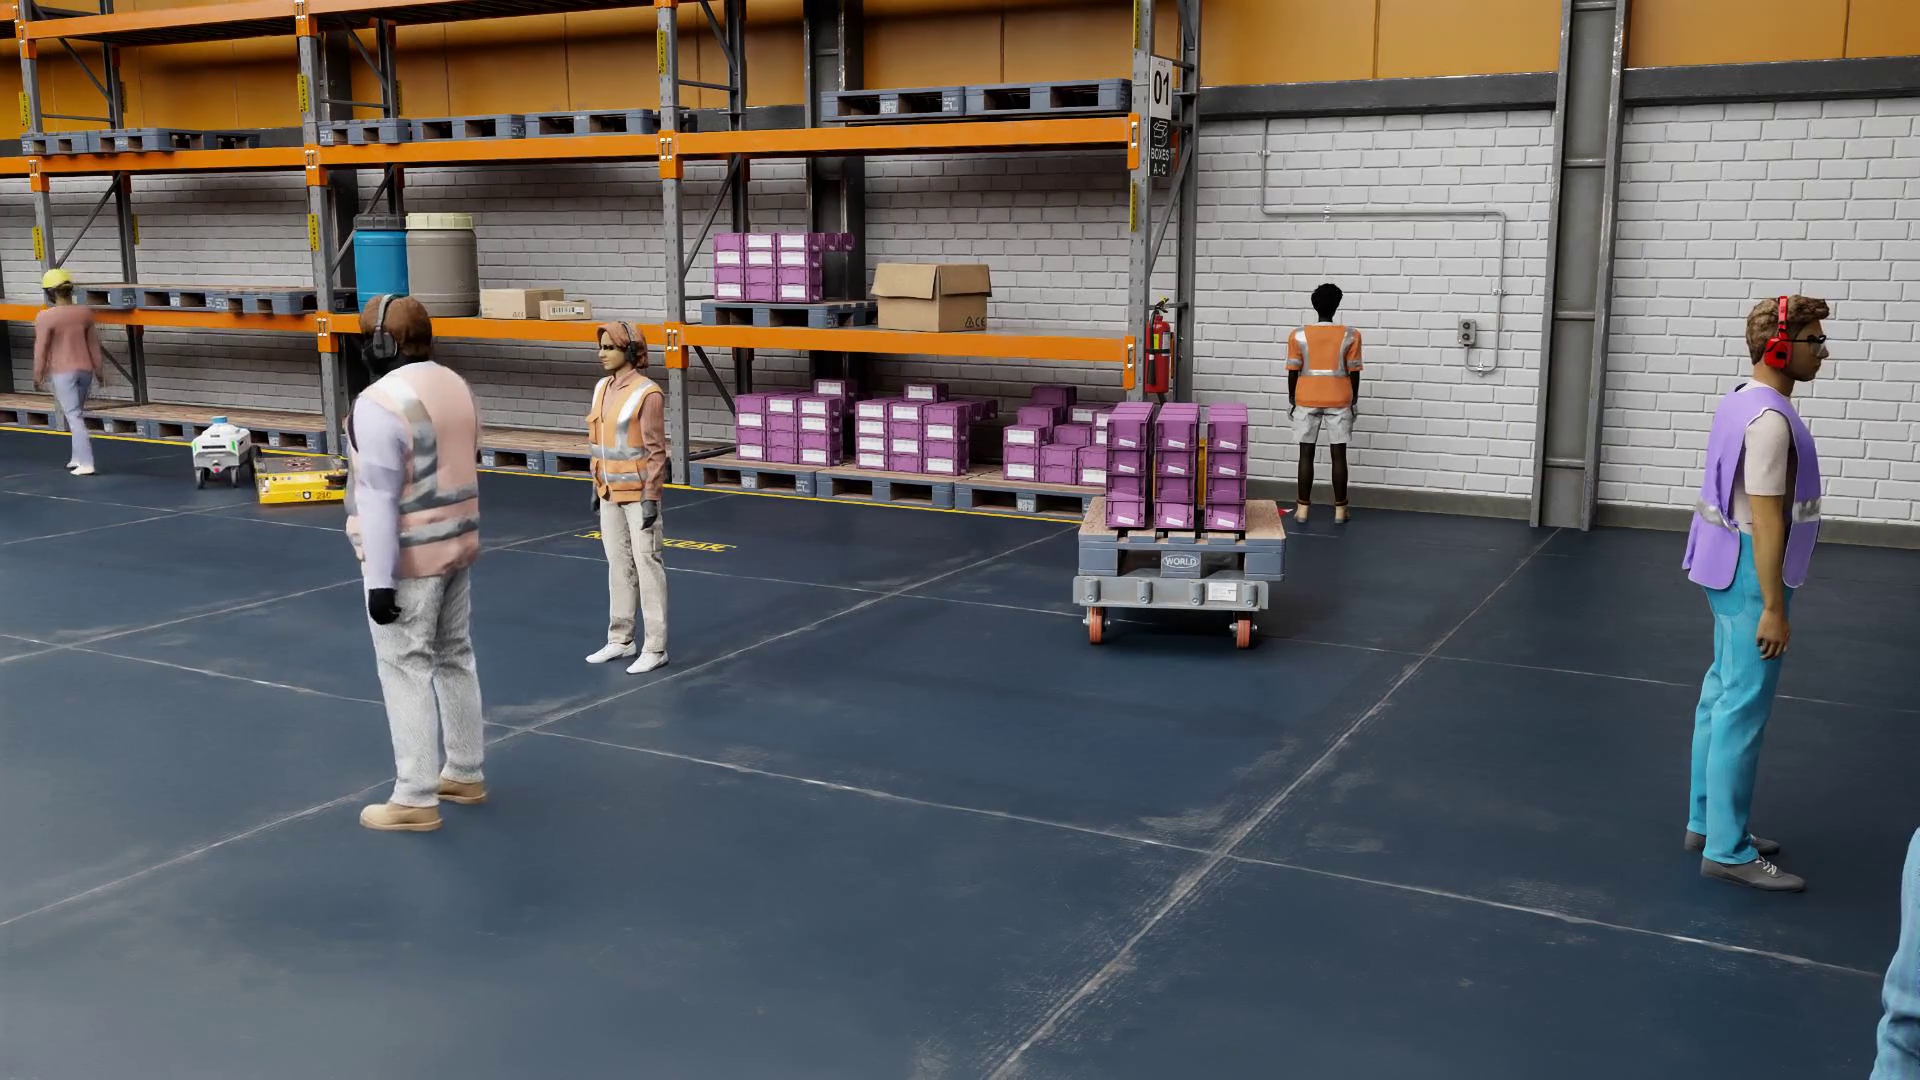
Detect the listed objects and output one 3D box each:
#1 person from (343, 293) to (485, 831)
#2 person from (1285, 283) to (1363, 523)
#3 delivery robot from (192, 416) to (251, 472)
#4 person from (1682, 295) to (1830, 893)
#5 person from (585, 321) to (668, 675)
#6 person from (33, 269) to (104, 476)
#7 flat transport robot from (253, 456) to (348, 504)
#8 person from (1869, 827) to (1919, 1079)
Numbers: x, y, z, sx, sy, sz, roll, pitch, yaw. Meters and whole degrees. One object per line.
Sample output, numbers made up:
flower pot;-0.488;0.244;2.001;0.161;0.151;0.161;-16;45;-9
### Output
person;-1.879;0.076;5.739;0.429;1.835;0.637;2;11;12
person;2.571;-0.961;11.782;0.535;1.697;0.321;2;11;13
delivery robot;-6.054;-0.777;13.649;0.477;0.478;0.707;-2;11;-13
person;2.492;0.157;5.245;0.390;1.846;0.565;3;11;15
person;-1.551;-0.201;7.773;0.511;1.641;0.307;10;14;43
person;-7.633;-1.420;14.162;0.683;1.739;0.549;5;11;25
flat transport robot;-5.209;-0.496;13.143;0.652;0.197;1.431;-5;11;-24
person;1.352;0.857;1.982;0.522;1.636;0.311;3;11;15
